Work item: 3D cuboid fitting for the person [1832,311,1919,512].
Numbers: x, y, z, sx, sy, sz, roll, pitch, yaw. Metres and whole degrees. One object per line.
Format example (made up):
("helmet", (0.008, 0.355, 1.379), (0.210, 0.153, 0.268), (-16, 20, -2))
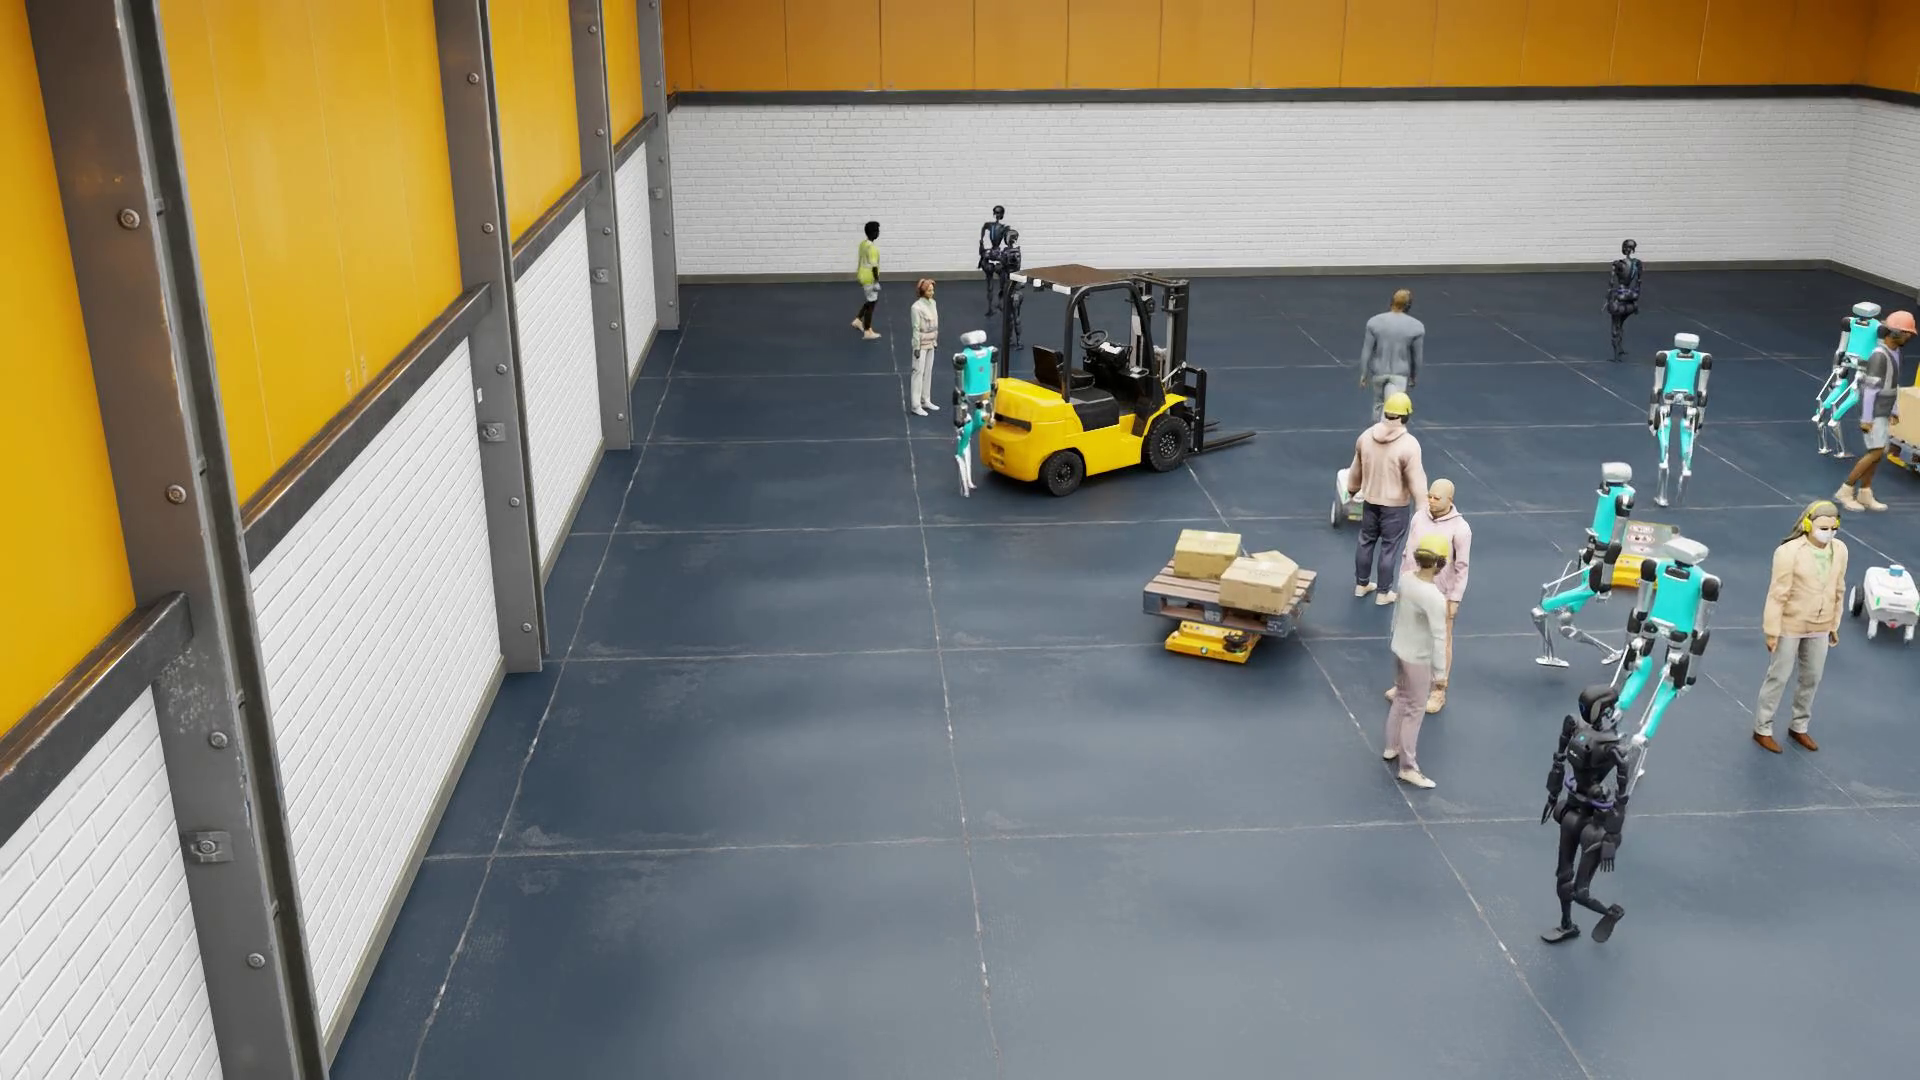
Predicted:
("person", (9.176, -1.272, 16.570), (0.430, 2.029, 0.638), (16, 26, 38))

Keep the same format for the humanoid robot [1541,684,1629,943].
("humanoid robot", (3.578, 1.538, 9.385), (0.445, 1.640, 0.596), (-8, 22, -21))

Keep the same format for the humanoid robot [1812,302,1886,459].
("humanoid robot", (9.509, -1.700, 17.933), (0.735, 1.677, 0.533), (-10, 23, -26))

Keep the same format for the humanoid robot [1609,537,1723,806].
("humanoid robot", (4.563, 0.952, 11.072), (0.781, 1.895, 0.549), (-17, 26, -39))

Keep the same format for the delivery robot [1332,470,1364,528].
("delivery robot", (3.915, -0.422, 16.389), (0.499, 0.614, 0.808), (2, 20, 6))

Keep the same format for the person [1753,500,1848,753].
("person", (5.900, 0.596, 11.697), (0.565, 1.865, 0.405), (-3, 20, -9))

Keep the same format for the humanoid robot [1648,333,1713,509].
("humanoid robot", (7.144, -1.110, 16.568), (0.534, 1.803, 0.771), (6, 21, 16))

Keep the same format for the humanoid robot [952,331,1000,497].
("humanoid robot", (0.036, -1.271, 17.034), (0.550, 1.846, 0.757), (-14, 24, -33))

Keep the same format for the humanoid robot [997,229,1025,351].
("humanoid robot", (0.717, -3.465, 23.004), (0.315, 1.657, 0.599), (-8, 22, -20))

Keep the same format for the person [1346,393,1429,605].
("person", (3.650, -0.348, 14.277), (0.436, 1.857, 0.804), (-17, 26, -39))

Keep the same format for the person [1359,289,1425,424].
("person", (4.717, -1.812, 18.221), (0.635, 1.889, 0.998), (10, 23, 26))

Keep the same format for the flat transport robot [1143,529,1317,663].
("flat transport robot", (2.248, 0.636, 13.895), (0.659, 0.231, 1.431), (9, 22, 24))

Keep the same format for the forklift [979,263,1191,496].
("forklift", (1.315, -1.764, 17.646), (2.313, 2.155, 1.214), (-14, 24, -33))

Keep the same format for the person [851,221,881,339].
("person", (-1.286, -3.693, 23.628), (0.373, 1.679, 0.550), (-7, 21, -18))

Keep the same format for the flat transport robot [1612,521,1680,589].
("flat transport robot", (6.263, 0.115, 15.313), (0.659, 0.231, 1.431), (8, 22, 20))

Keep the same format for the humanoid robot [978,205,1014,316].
("humanoid robot", (0.528, -4.217, 25.084), (0.615, 1.647, 0.362), (11, 23, 26))

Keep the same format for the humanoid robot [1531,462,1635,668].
("humanoid robot", (4.781, 0.244, 12.805), (0.995, 1.730, 0.554), (2, 20, 5))

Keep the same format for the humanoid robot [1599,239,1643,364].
("humanoid robot", (8.893, -3.211, 22.341), (0.609, 1.646, 0.363), (-8, 22, -21))

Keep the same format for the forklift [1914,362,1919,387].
("forklift", (12.602, -2.435, 19.475), (2.313, 2.155, 1.214), (-1, 20, -4))

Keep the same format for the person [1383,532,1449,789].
("person", (3.120, 0.796, 11.317), (0.340, 1.742, 0.645), (-4, 21, -11))

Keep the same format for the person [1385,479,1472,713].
("person", (3.510, 0.391, 12.364), (0.522, 1.784, 0.401), (18, 27, 41))

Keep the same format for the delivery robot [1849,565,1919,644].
("delivery robot", (7.752, 0.497, 13.859), (0.499, 0.596, 0.795), (8, 21, 20))

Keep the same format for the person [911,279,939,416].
("person", (-0.425, -2.323, 19.963), (0.309, 1.638, 0.522), (10, 22, 24))

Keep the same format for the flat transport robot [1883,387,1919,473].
("flat transport robot", (10.577, -0.733, 17.624), (0.659, 0.231, 1.431), (-2, 20, -5))
